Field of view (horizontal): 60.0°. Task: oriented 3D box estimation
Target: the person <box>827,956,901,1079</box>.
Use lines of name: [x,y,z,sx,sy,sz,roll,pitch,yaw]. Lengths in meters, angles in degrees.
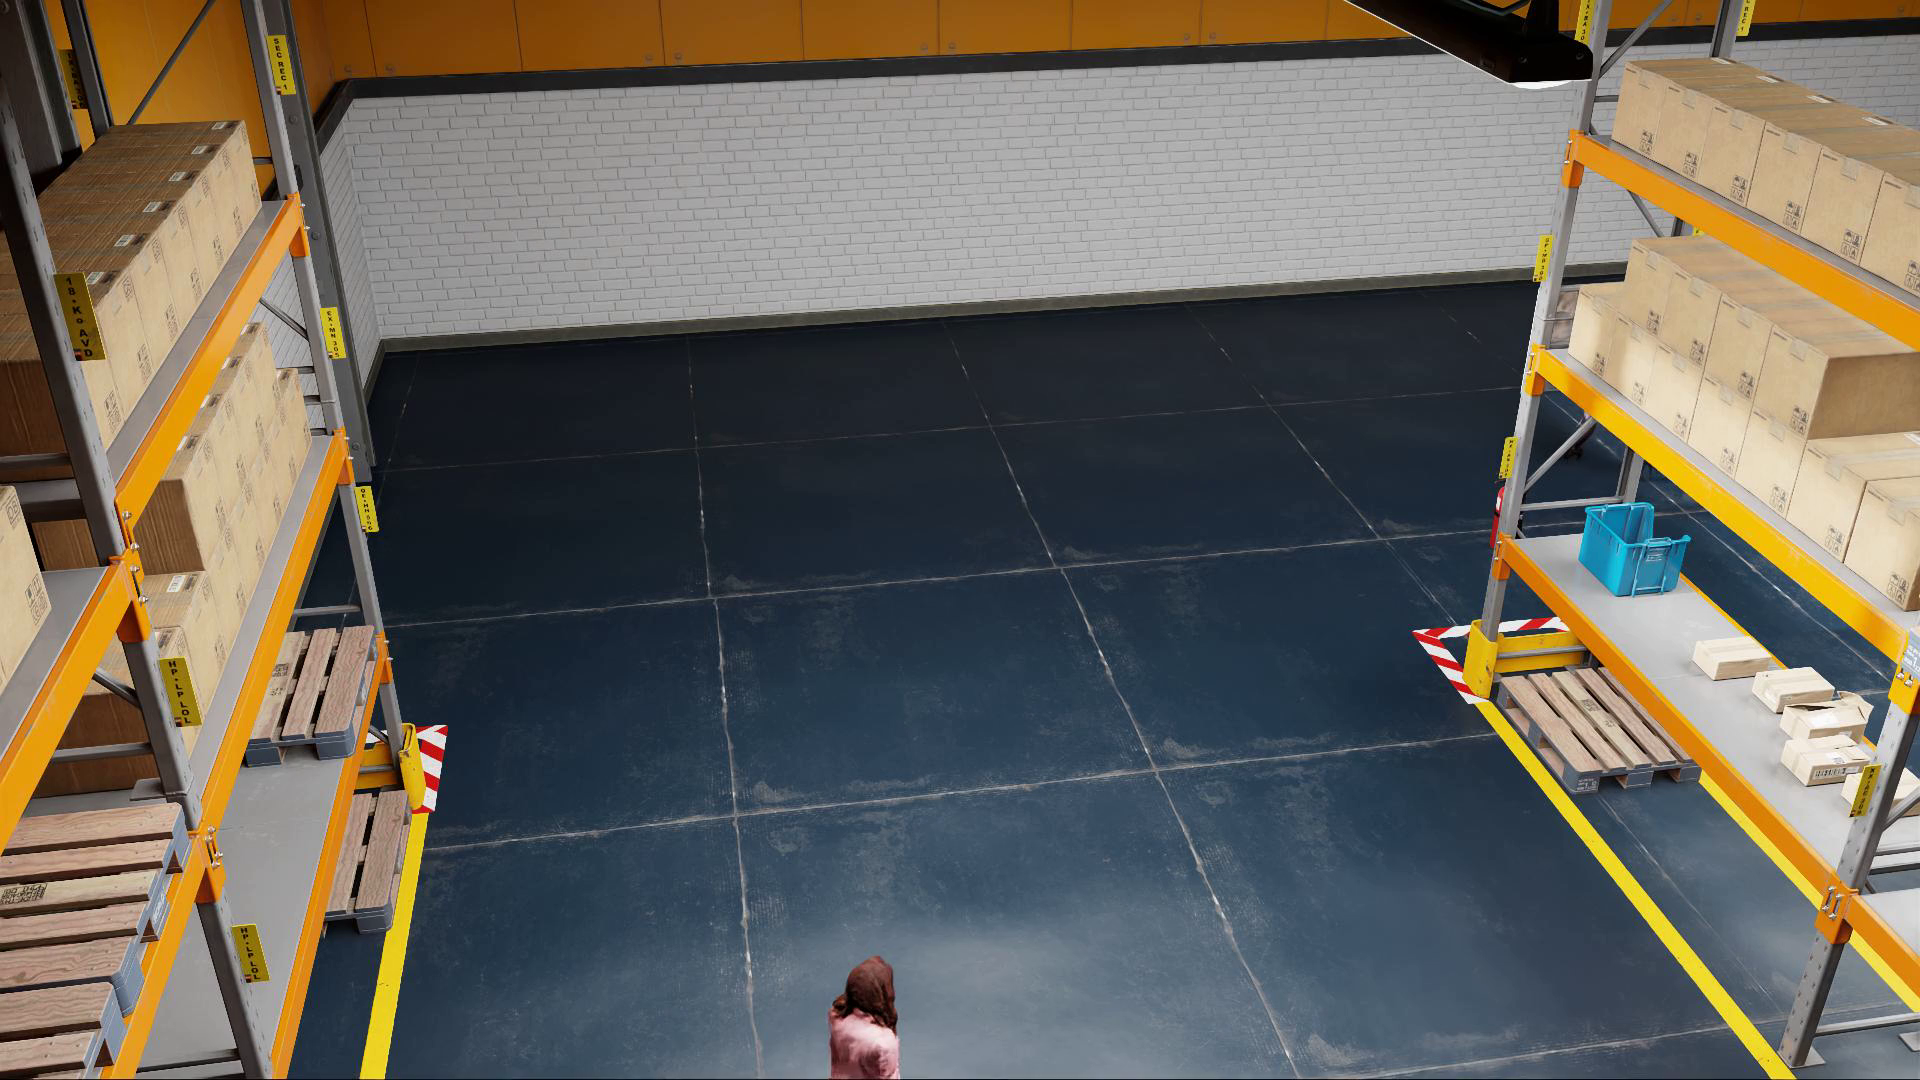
person: [-0.519,2.786,7.996,0.804,1.785,0.864,23,36,35]
